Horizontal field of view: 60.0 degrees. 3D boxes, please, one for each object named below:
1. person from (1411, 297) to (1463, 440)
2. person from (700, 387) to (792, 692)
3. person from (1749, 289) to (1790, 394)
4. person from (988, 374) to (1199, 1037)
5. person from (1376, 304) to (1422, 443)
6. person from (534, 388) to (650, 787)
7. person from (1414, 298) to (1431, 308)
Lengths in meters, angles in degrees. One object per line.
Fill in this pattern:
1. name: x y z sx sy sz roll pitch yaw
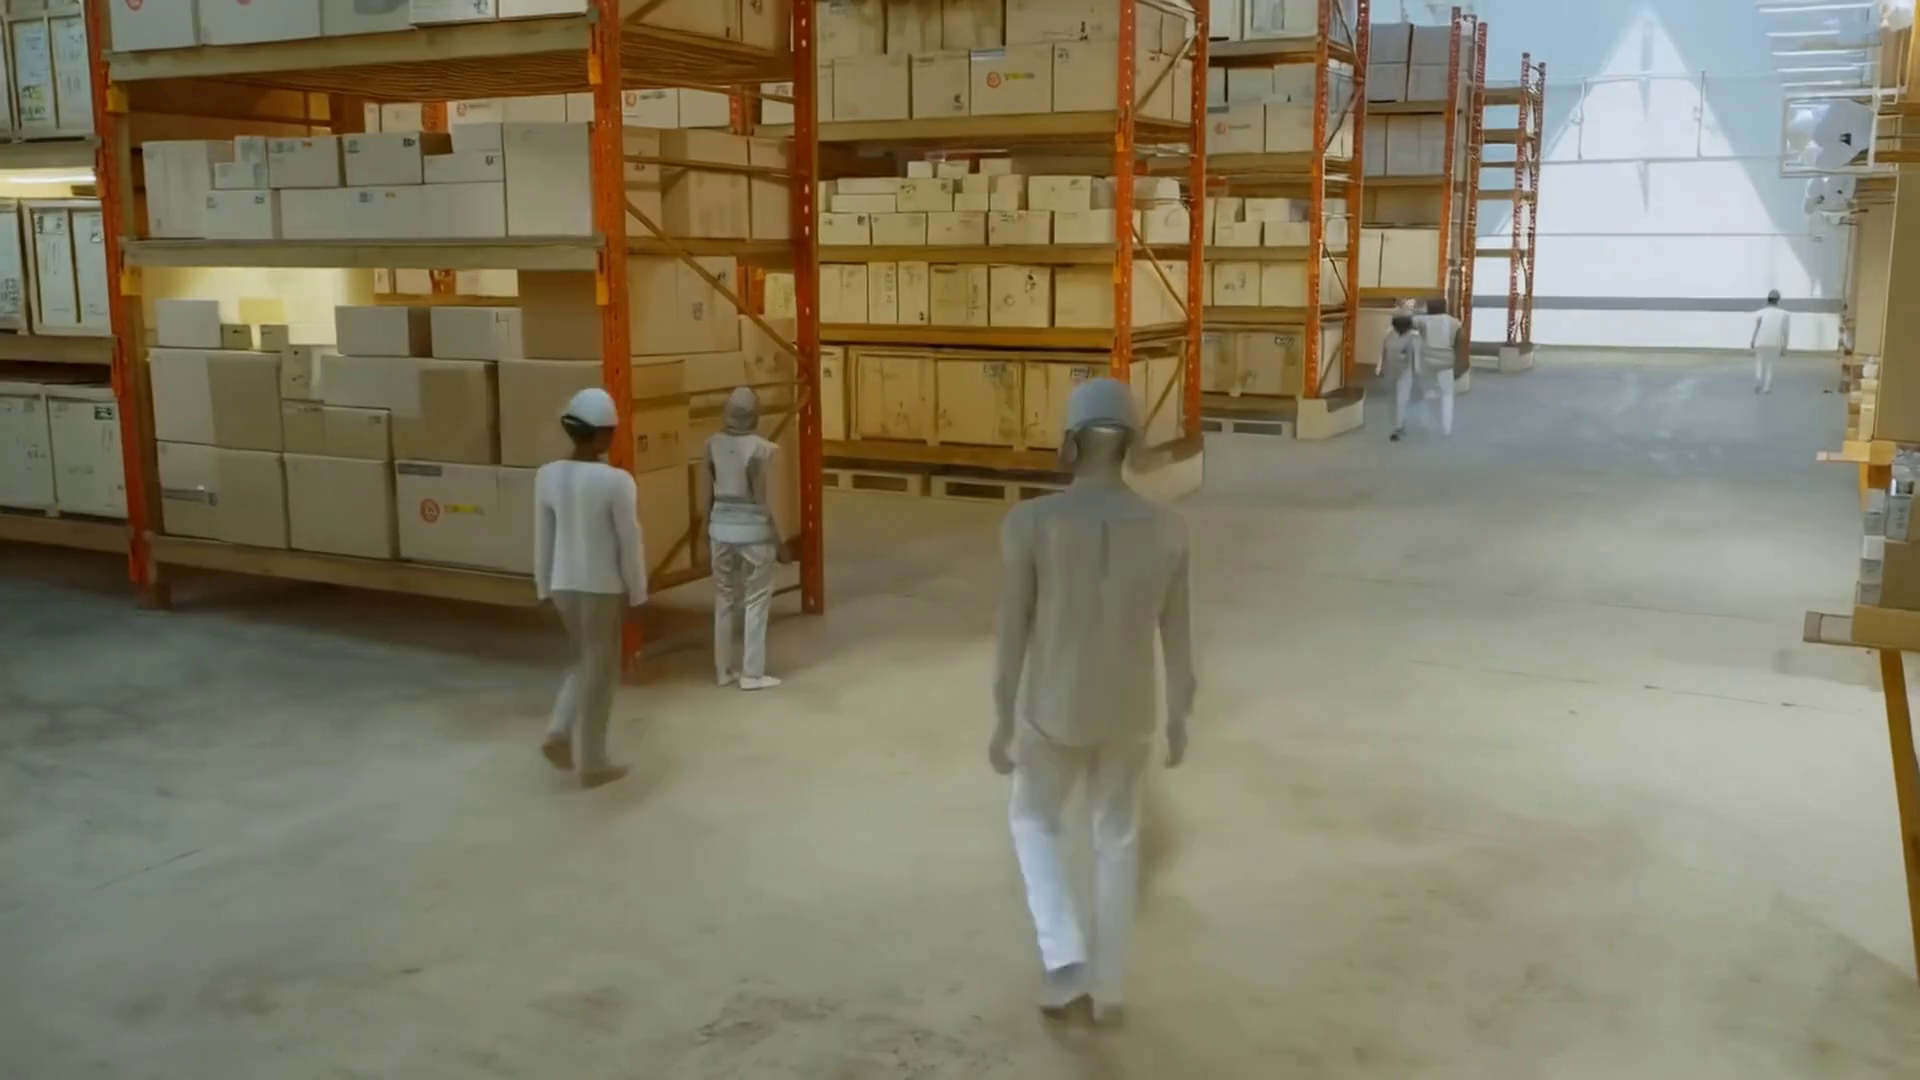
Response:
1. person: 6.027 -2.186 21.150 0.637 1.765 0.979 1 10 5
2. person: -1.153 -0.001 8.890 0.526 1.628 0.327 4 11 24
3. person: 13.502 -3.311 27.735 0.602 1.724 0.696 5 11 26
4. person: 0.398 0.498 4.968 0.648 1.974 0.437 -2 10 -11
5. person: 5.486 -2.083 20.690 0.484 1.707 0.839 7 12 35
6. person: -1.601 0.211 7.280 0.532 1.751 0.374 5 11 27
7. person: 10.299 -4.934 36.846 0.602 1.832 0.563 8 13 38
